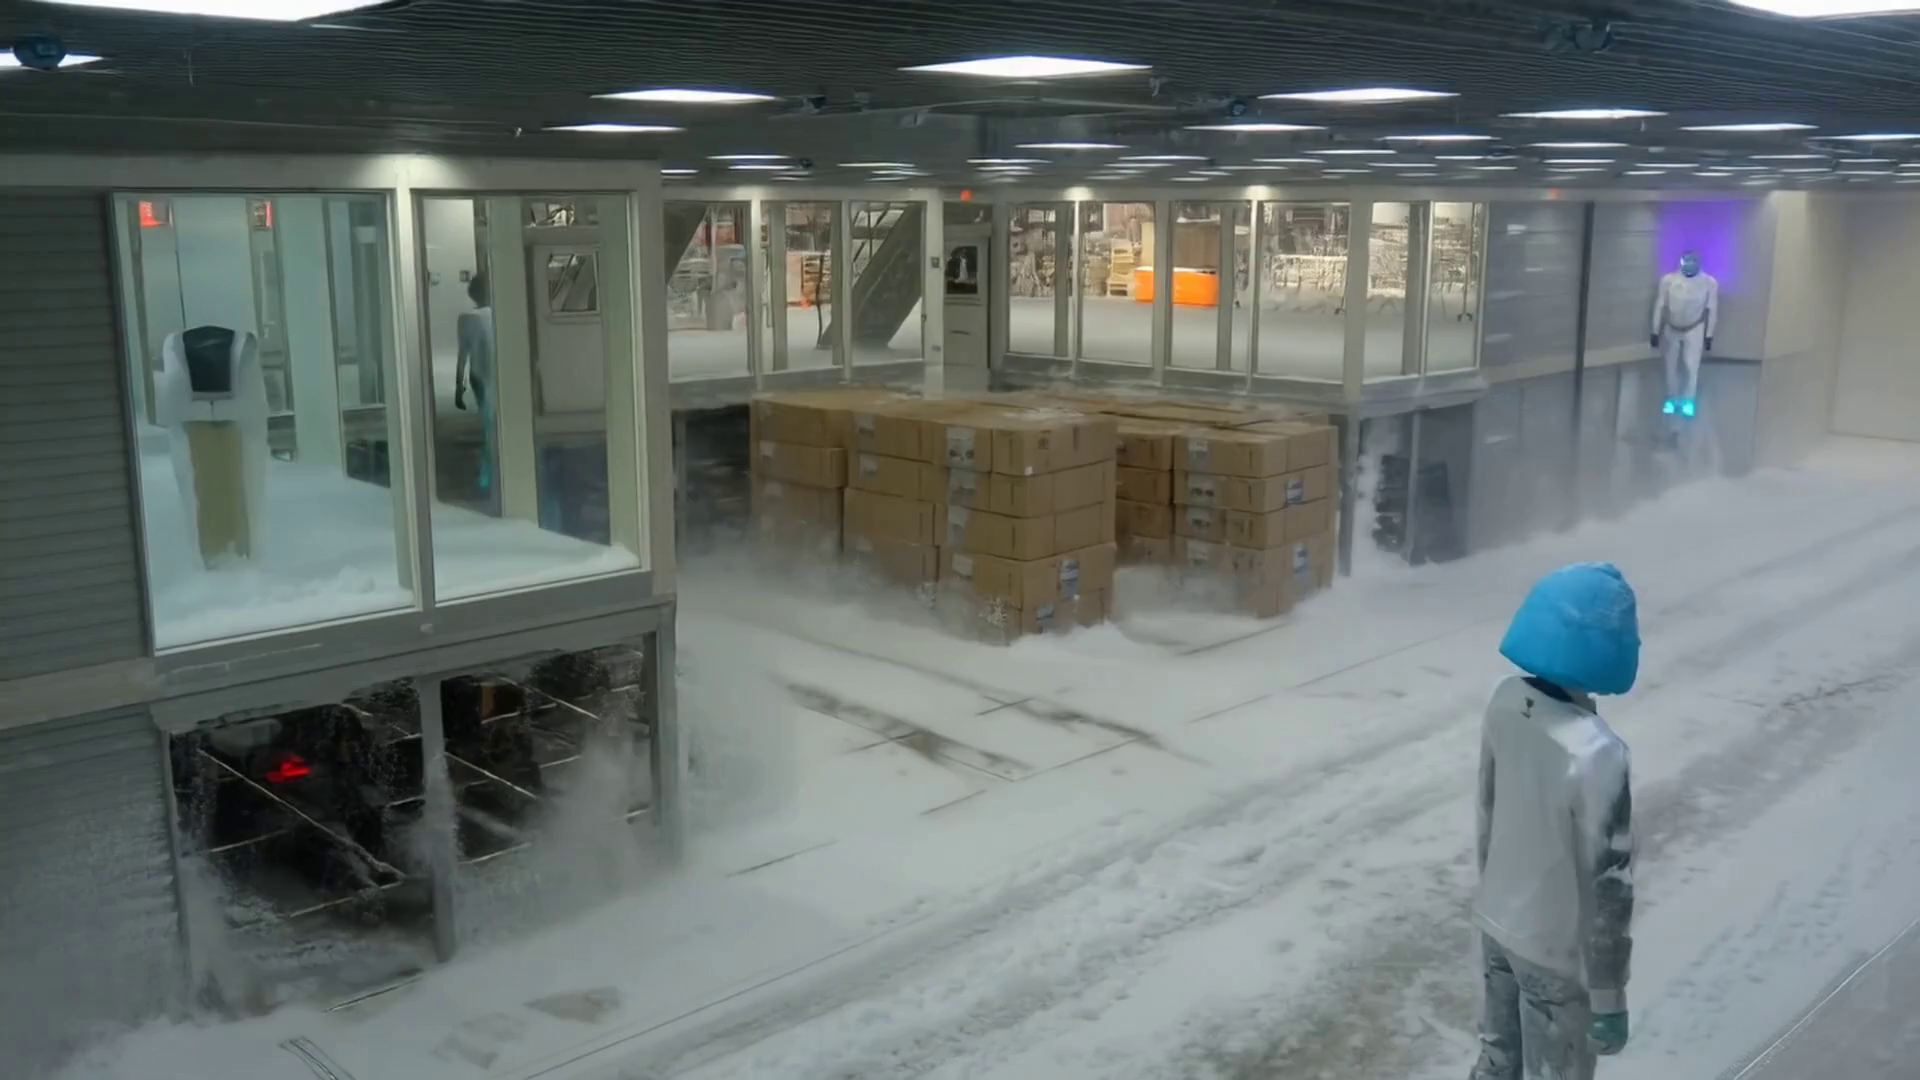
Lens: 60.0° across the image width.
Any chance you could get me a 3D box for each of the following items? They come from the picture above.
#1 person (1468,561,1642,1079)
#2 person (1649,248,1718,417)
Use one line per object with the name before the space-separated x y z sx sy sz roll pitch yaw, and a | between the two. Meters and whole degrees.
person | 1.218 0.845 3.427 0.266 1.631 0.506 -2 11 -8
person | 8.113 -2.324 18.697 0.660 1.875 0.879 5 13 26
